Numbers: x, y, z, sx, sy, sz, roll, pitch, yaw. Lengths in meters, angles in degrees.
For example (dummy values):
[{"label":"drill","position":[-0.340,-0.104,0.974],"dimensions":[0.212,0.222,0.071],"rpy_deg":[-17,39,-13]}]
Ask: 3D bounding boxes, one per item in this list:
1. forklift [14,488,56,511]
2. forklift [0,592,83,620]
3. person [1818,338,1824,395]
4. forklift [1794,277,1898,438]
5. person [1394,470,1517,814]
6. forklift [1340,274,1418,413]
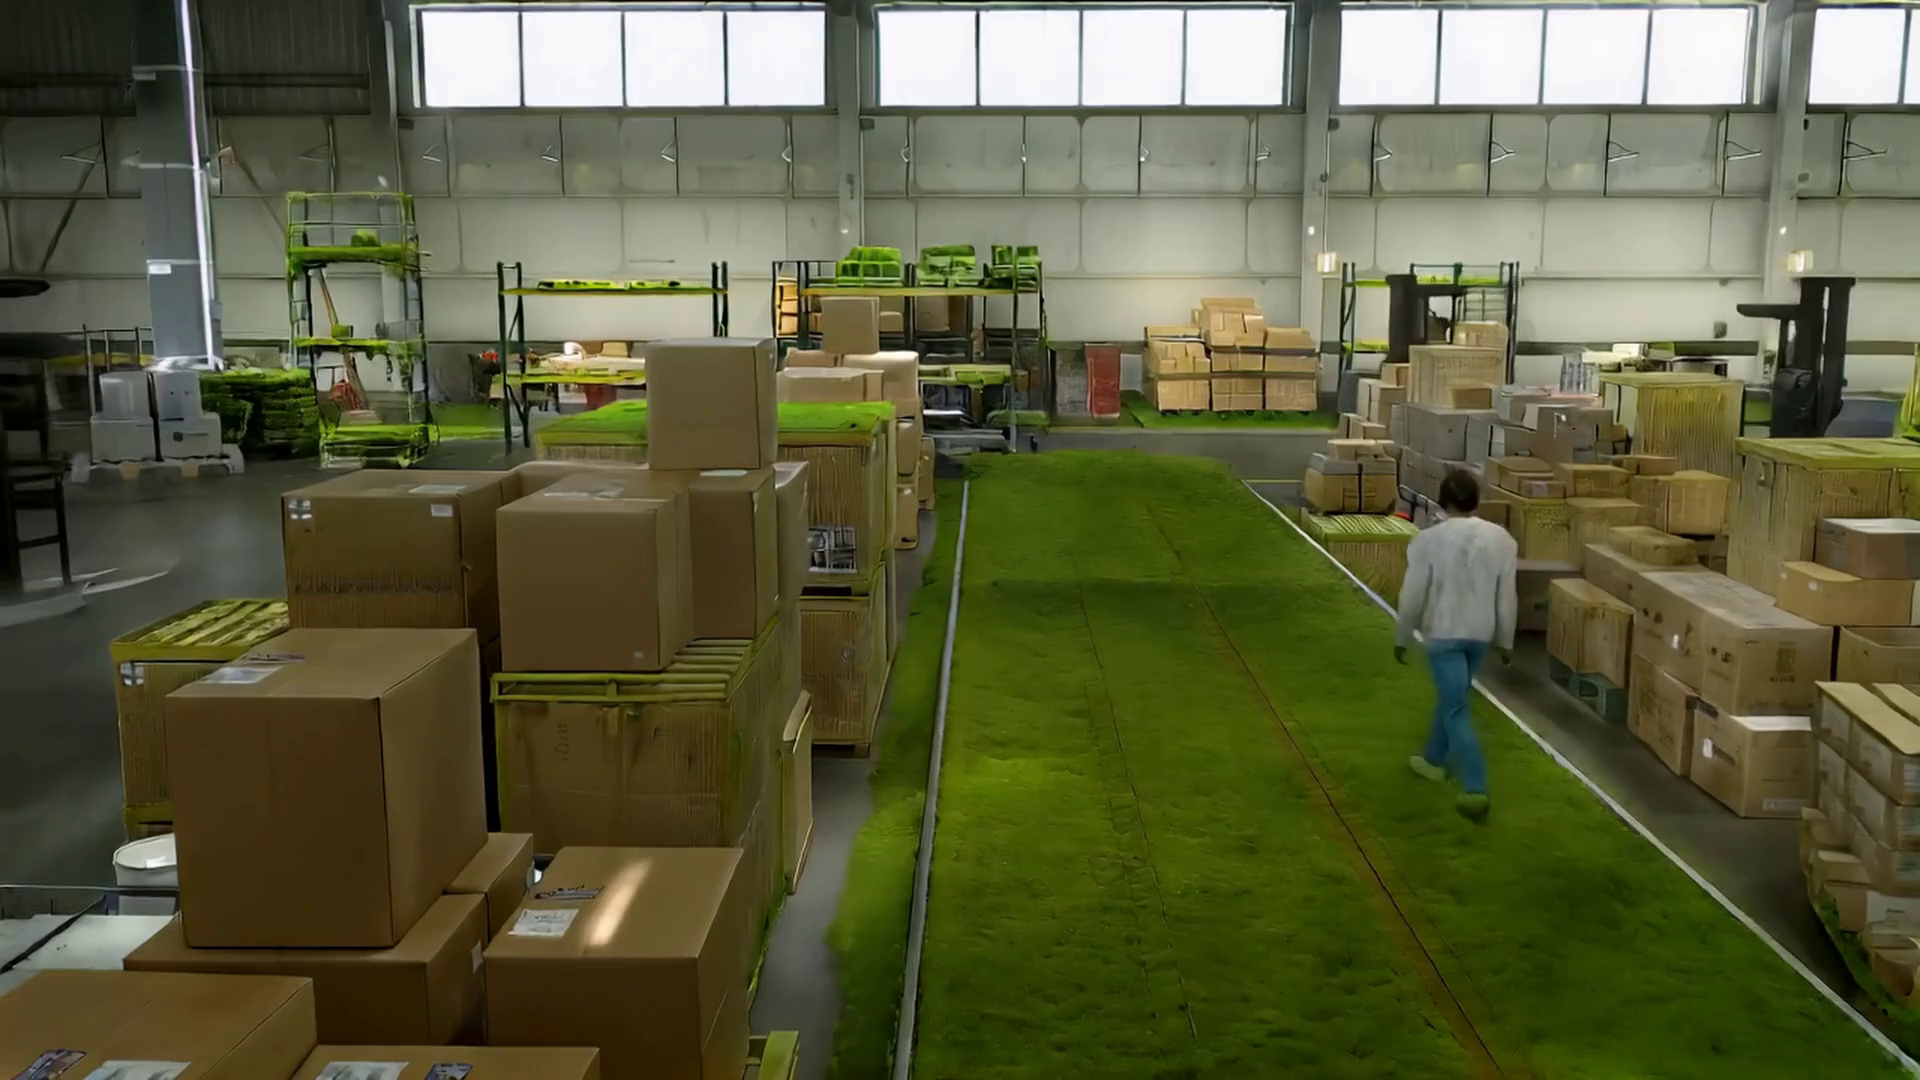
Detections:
[{"label":"forklift","position":[-12.090,-1.749,20.112],"dimensions":[1.873,2.768,1.129],"rpy_deg":[-5,11,-26]},{"label":"forklift","position":[-8.524,-0.672,13.658],"dimensions":[1.129,2.768,1.873],"rpy_deg":[4,10,20]},{"label":"person","position":[12.764,-2.035,24.696],"dimensions":[0.565,1.920,0.462],"rpy_deg":[4,10,21]},{"label":"forklift","position":[12.364,-2.383,23.912],"dimensions":[1.873,2.768,1.129],"rpy_deg":[0,9,1]},{"label":"person","position":[2.793,0.549,9.338],"dimensions":[0.651,1.890,1.034],"rpy_deg":[-2,10,-14]},{"label":"forklift","position":[7.802,-3.317,29.502],"dimensions":[1.873,2.768,1.129],"rpy_deg":[5,11,26]}]
